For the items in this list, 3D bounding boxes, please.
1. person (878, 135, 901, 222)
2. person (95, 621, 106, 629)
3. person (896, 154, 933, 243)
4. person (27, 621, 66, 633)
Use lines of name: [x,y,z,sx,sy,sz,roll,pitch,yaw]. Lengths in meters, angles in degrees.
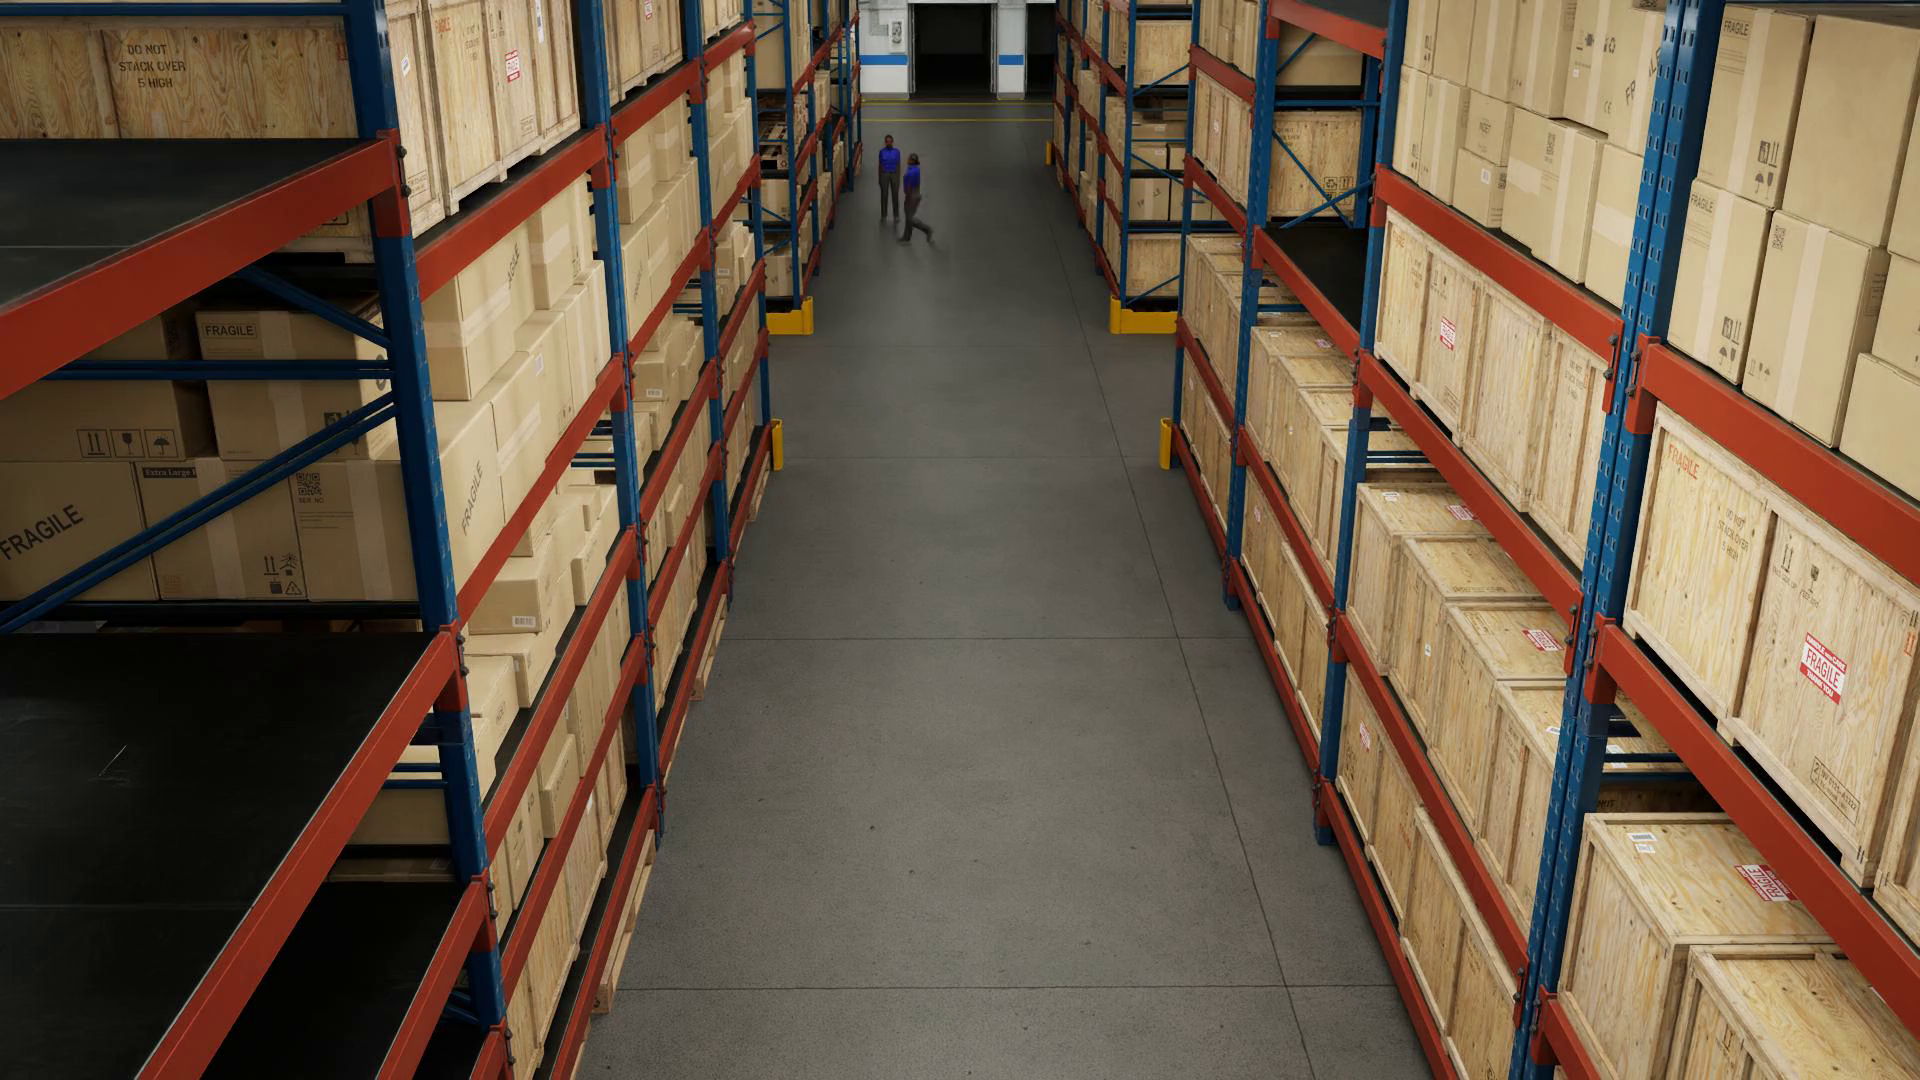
person: [-1.379,-7.096,32.652,0.439,1.661,0.364,-1,22,-2]
person: [-6.803,0.413,13.428,0.543,1.795,0.368,0,22,-1]
person: [-0.843,-6.269,30.564,0.783,1.635,0.453,7,23,17]
person: [-7.961,0.146,14.140,0.564,1.771,0.389,12,24,27]
